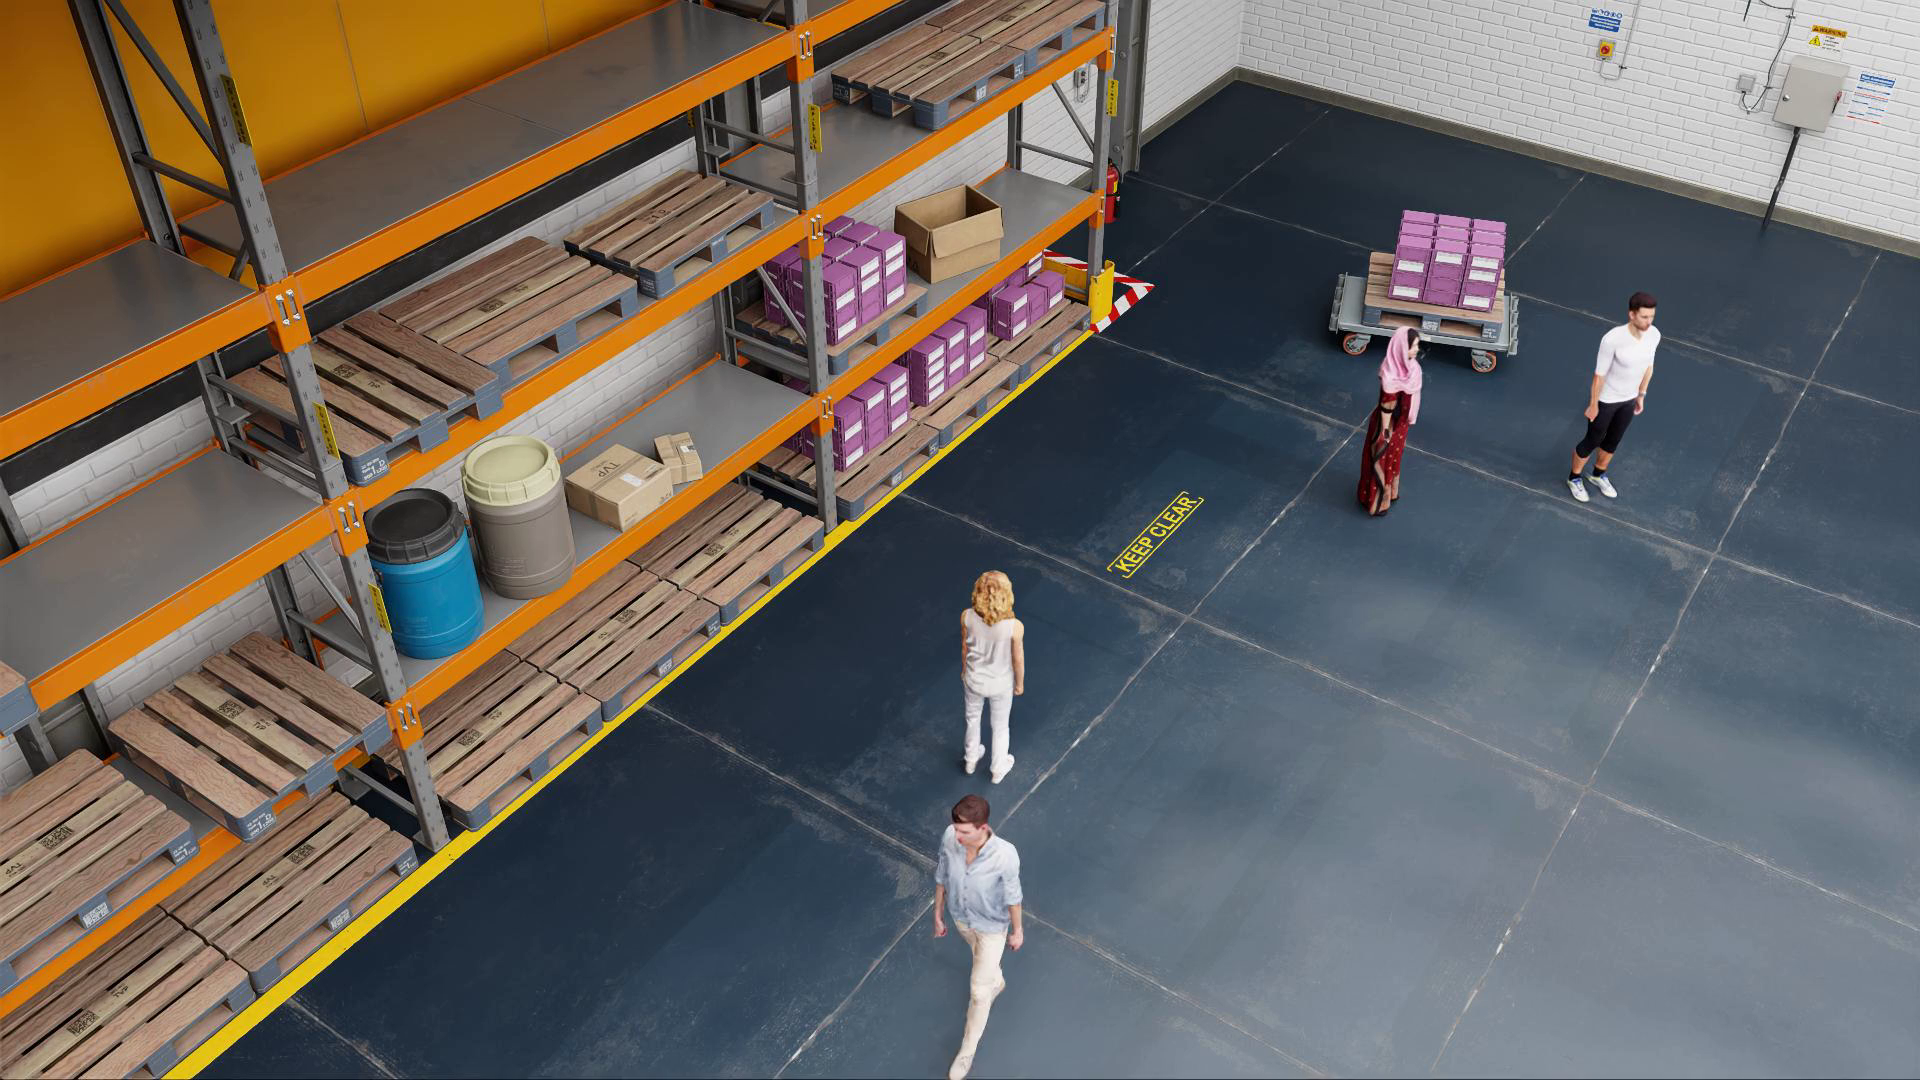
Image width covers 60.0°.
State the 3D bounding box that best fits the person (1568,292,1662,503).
[{"bbox_3d":[5.138,-1.141,13.037,0.708,1.848,0.798,-11,40,-14],"label":"person"}]

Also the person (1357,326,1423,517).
[{"bbox_3d":[3.359,-0.946,12.962,0.710,1.637,0.525,23,44,26],"label":"person"}]

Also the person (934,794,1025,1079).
[{"bbox_3d":[0.160,2.004,9.121,0.655,1.820,0.976,22,44,25],"label":"person"}]

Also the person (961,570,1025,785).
[{"bbox_3d":[0.177,0.876,10.653,0.639,1.671,0.630,12,40,15],"label":"person"}]
